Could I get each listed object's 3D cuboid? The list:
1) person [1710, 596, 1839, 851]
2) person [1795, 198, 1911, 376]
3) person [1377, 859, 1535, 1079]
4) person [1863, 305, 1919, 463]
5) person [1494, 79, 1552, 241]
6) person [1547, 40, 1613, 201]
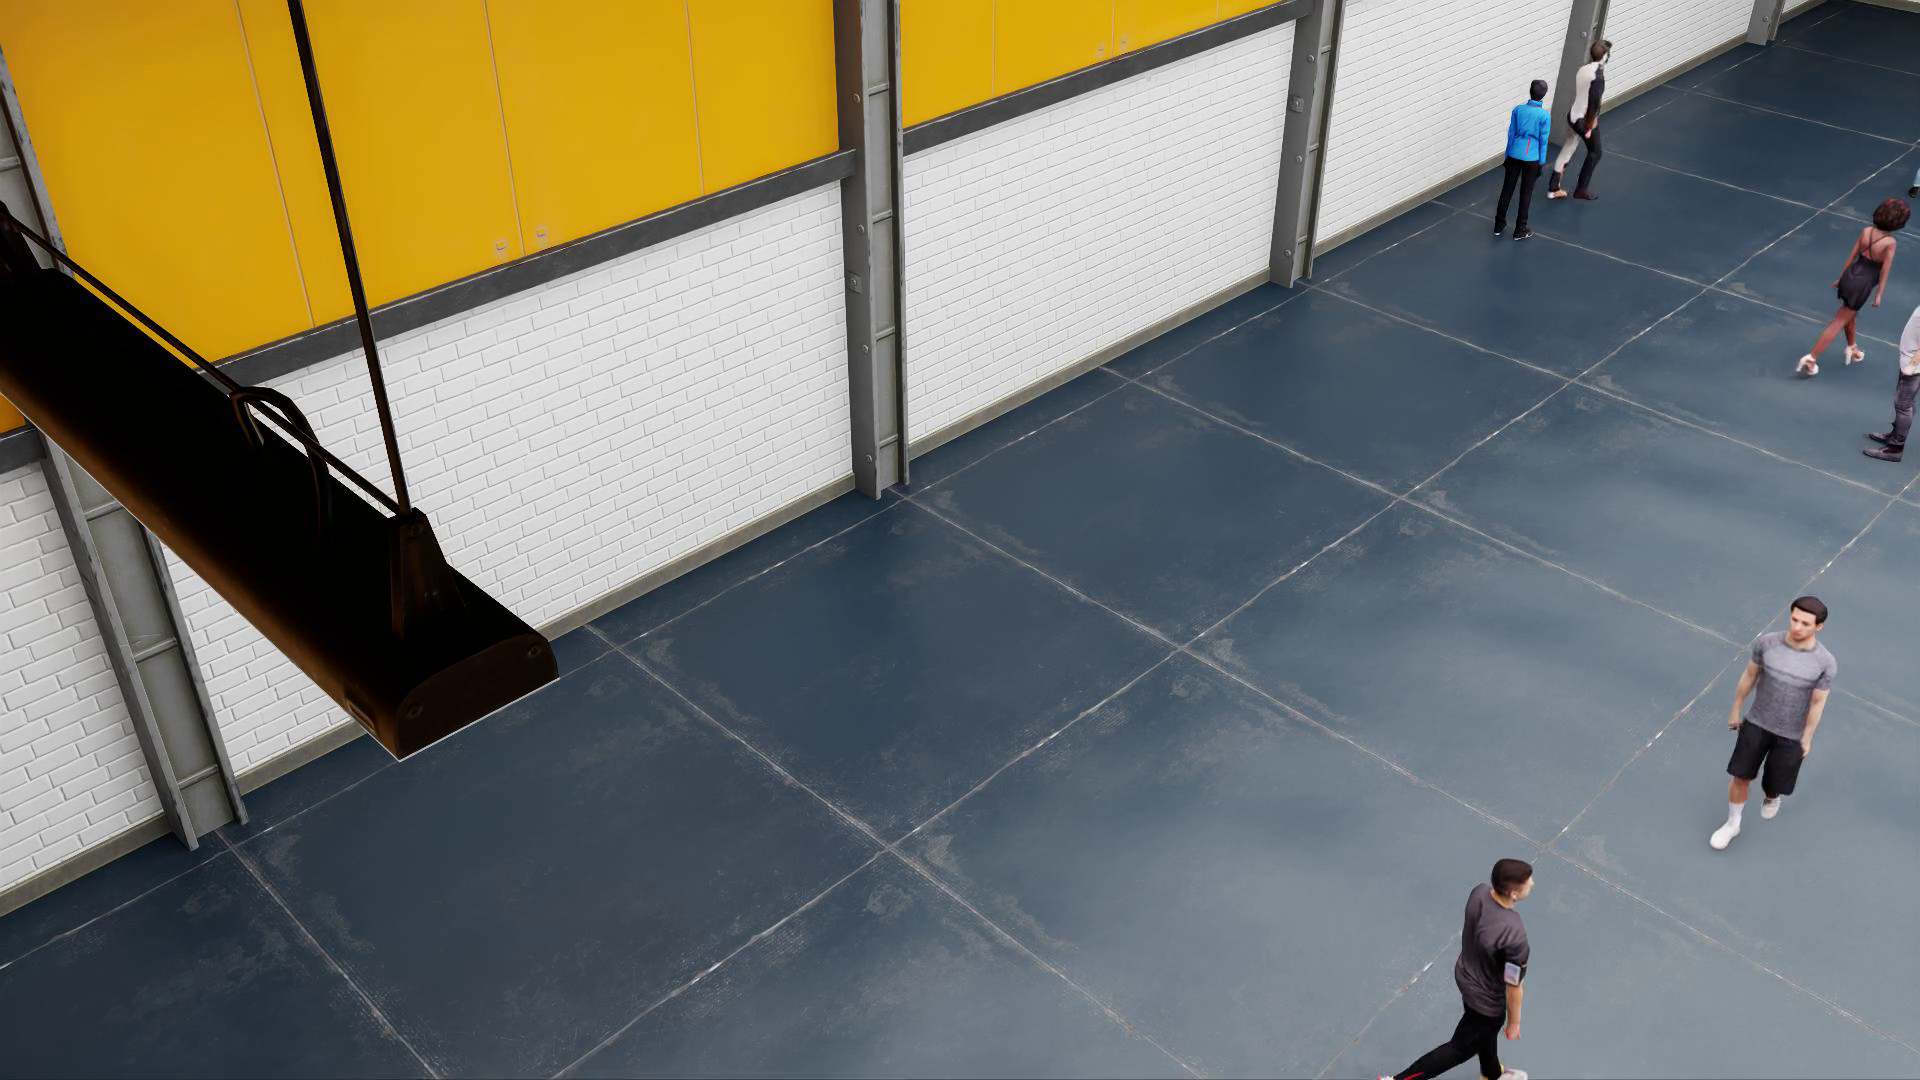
[{"bbox_3d":[5.116,1.123,10.361,0.675,1.849,0.838,28,43,35],"label":"person"},{"bbox_3d":[8.374,-2.332,15.666,1.129,1.729,0.911,-9,35,-14],"label":"person"},{"bbox_3d":[2.637,2.344,8.628,1.216,1.733,1.081,-4,34,-6],"label":"person"},{"bbox_3d":[8.306,-1.558,14.410,0.762,1.830,0.568,21,39,28],"label":"person"},{"bbox_3d":[6.253,-4.232,18.467,0.612,1.793,0.529,26,41,33],"label":"person"},{"bbox_3d":[7.152,-4.844,19.318,0.985,1.870,0.924,-4,34,-6],"label":"person"}]
